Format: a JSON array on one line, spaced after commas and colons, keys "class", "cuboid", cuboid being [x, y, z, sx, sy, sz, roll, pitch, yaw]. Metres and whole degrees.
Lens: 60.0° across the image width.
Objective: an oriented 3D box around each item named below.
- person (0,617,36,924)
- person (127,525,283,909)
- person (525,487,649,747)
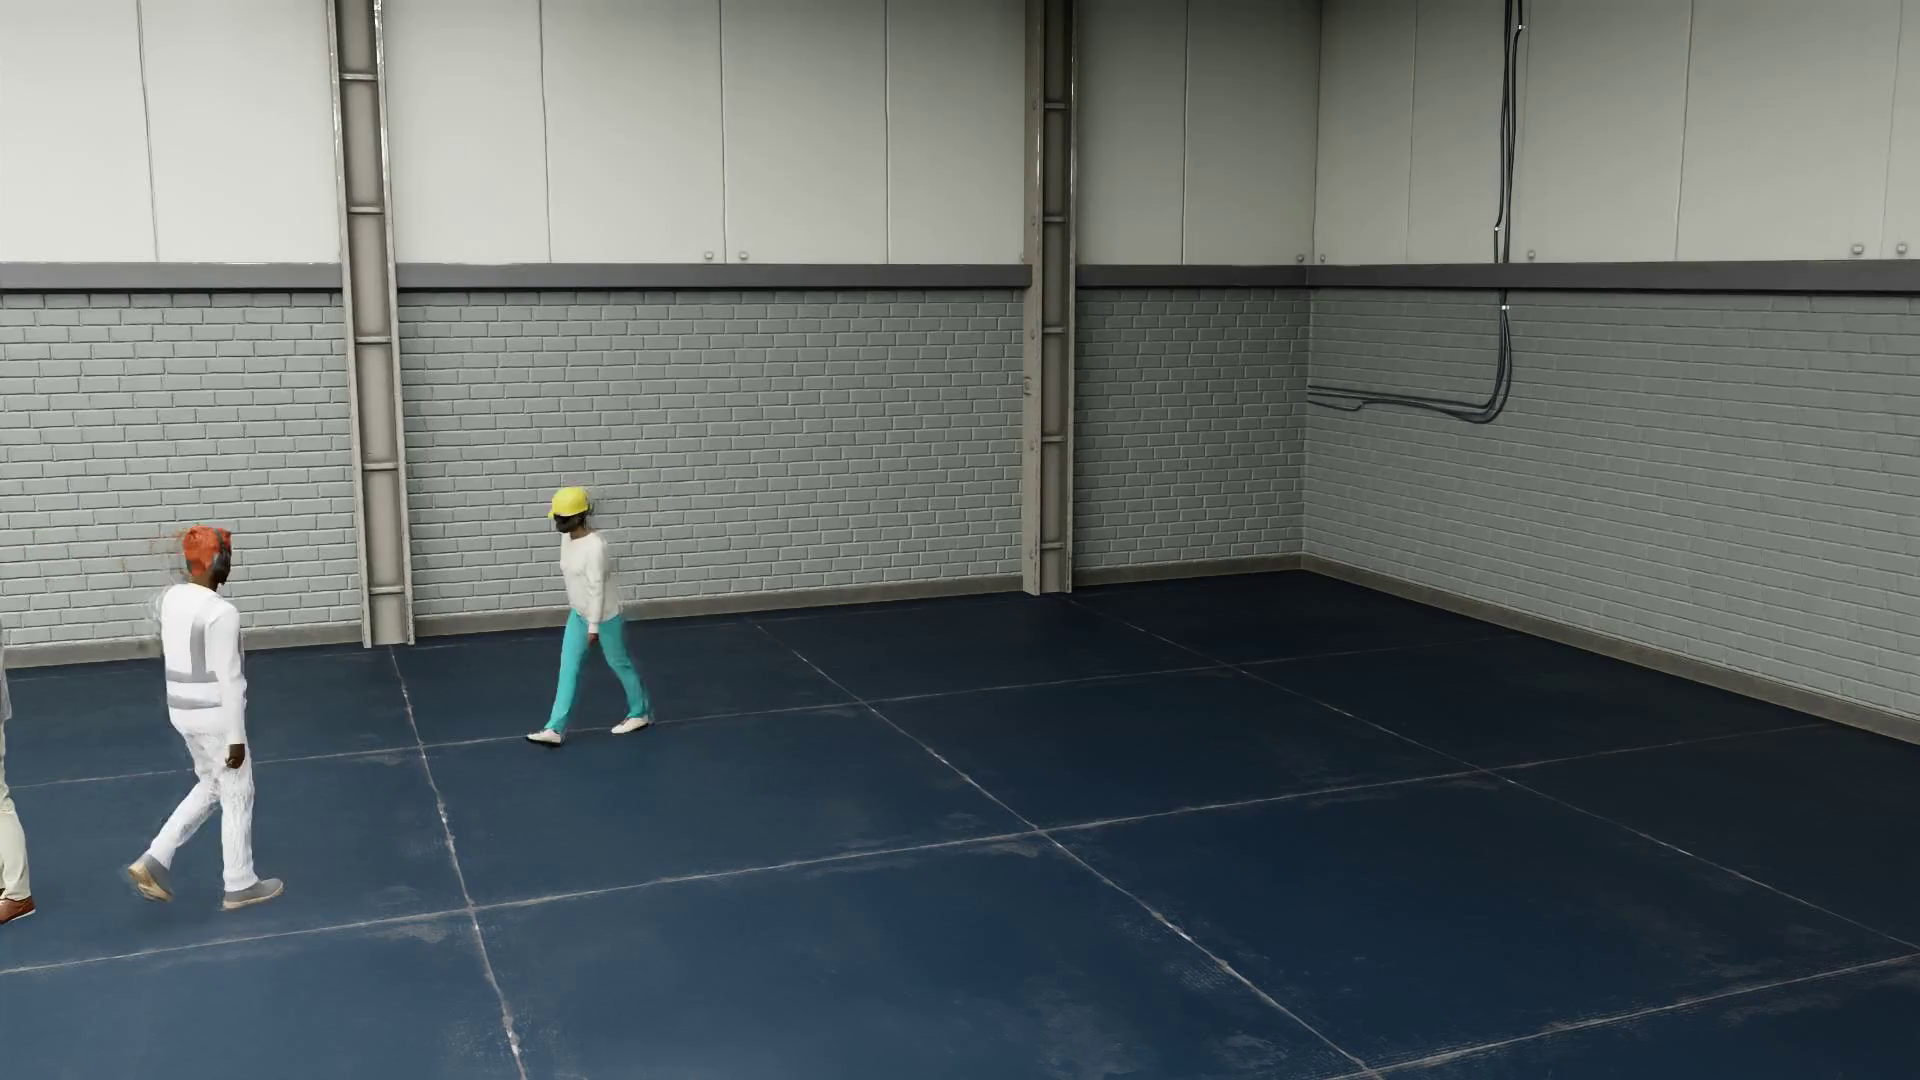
[{"class": "person", "cuboid": [-4.617, 0.879, 7.776, 0.506, 1.861, 0.311, 7, 11, 38]}, {"class": "person", "cuboid": [-3.594, 0.861, 7.855, 0.592, 1.870, 0.574, 6, 11, 34]}, {"class": "person", "cuboid": [-2.400, 0.486, 10.738, 0.522, 1.686, 0.934, 9, 13, 44]}]
